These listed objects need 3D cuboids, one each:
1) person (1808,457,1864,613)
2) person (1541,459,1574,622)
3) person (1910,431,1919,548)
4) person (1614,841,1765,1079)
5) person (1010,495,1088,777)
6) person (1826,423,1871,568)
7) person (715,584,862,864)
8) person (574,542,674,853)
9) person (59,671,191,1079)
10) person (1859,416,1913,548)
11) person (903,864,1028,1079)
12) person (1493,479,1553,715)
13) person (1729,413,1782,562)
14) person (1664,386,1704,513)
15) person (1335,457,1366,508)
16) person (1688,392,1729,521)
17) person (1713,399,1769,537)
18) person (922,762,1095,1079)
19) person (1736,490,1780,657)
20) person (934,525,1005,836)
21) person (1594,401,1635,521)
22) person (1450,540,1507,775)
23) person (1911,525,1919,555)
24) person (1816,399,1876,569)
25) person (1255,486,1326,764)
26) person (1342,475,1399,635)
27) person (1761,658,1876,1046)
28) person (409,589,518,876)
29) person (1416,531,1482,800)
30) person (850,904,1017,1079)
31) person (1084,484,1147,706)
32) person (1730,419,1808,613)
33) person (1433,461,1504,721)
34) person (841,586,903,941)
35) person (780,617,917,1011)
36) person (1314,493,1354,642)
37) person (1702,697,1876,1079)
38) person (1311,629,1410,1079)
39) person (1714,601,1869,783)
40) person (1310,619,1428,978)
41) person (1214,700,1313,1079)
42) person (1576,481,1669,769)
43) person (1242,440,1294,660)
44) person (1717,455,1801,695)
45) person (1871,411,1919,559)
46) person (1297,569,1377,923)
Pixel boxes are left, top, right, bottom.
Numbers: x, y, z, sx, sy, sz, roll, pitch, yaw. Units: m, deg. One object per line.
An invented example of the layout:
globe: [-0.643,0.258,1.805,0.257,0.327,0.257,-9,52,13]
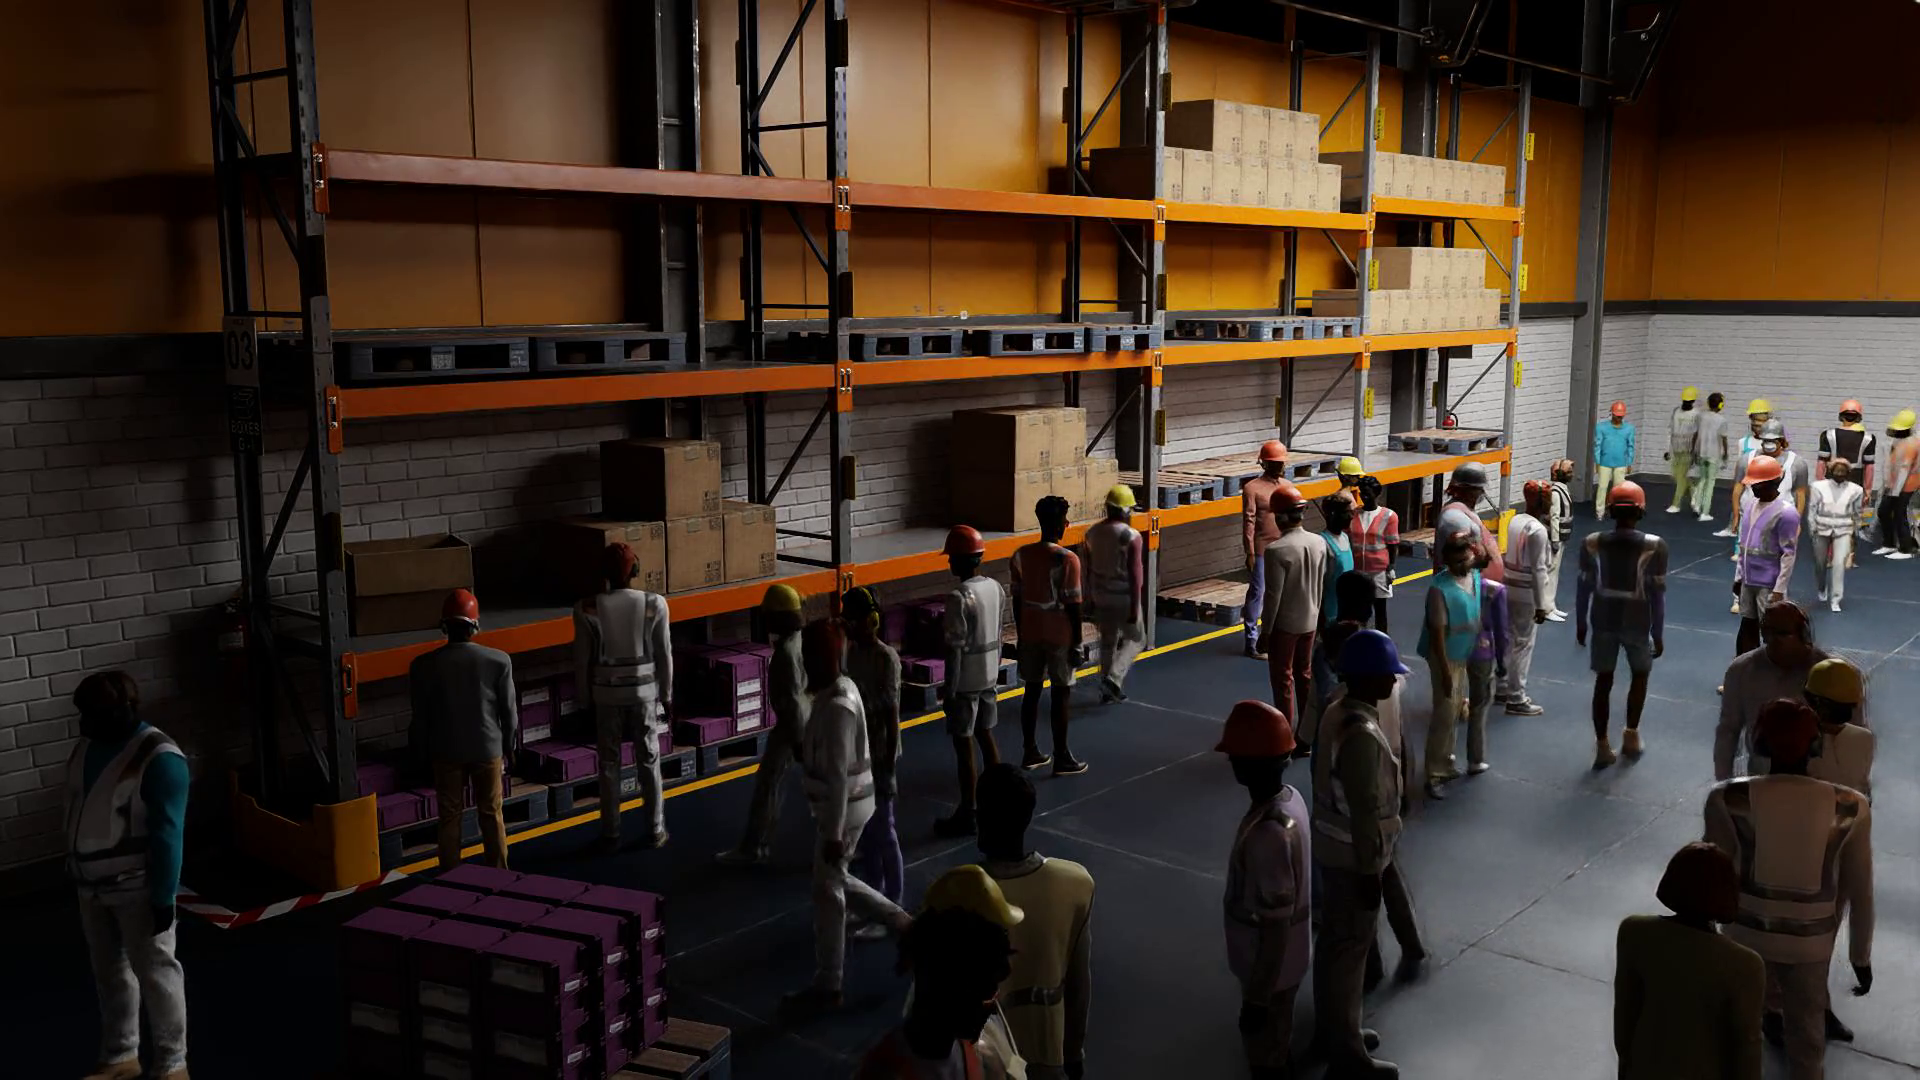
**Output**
person: [9.194,-0.087,17.496,0.501,1.606,0.759,5,10,29]
person: [6.055,-0.003,16.879,0.314,1.641,0.515,5,10,28]
person: [12.247,-0.728,20.789,0.445,1.887,0.690,-4,10,-22]
person: [2.365,1.780,5.435,0.273,1.627,0.502,-7,11,-38]
person: [0.623,0.660,11.557,0.603,1.966,0.367,8,12,41]
person: [10.638,-0.530,19.921,0.542,1.757,0.331,-1,9,-5]
person: [-0.953,1.083,9.703,0.913,1.696,0.492,1,9,5]
person: [-2.015,0.945,10.003,0.593,1.882,0.349,-2,9,-14]
person: [-3.492,1.443,6.948,0.628,1.836,0.429,4,10,27]
person: [12.097,-0.761,21.576,0.481,1.693,0.875,-1,9,-4]
person: [0.021,1.797,4.644,0.404,1.836,0.598,0,9,1]
person: [4.491,0.450,13.219,0.356,1.876,0.575,0,9,0]
person: [9.693,-0.627,20.257,0.506,1.844,0.350,7,11,40]
person: [10.828,-1.351,24.745,0.665,1.900,0.622,-4,10,-27]
person: [3.692,0.090,15.884,0.315,1.769,0.525,0,9,2]
person: [10.762,-1.191,23.862,0.439,1.852,0.528,-7,11,-37]
person: [10.635,-0.944,22.184,0.894,1.888,0.599,0,9,1]
person: [0.150,1.653,5.312,0.591,1.919,0.392,-4,10,-25]
person: [6.800,0.390,14.163,0.322,1.697,0.530,3,9,19]
person: [0.045,0.865,10.369,0.382,1.928,0.546,6,11,34]
person: [9.354,-1.119,23.789,0.556,1.735,0.380,2,9,10]
person: [3.563,0.817,11.640,0.532,1.630,0.320,8,12,41]
person: [12.353,-0.605,20.747,0.837,1.639,0.547,6,11,36]
person: [10.585,-0.668,19.930,0.619,2.028,0.409,4,9,22]
person: [2.340,0.603,11.867,0.609,1.986,0.390,-7,12,-40]
person: [3.696,0.253,15.072,0.536,1.693,0.319,5,10,31]
person: [3.865,1.394,7.473,0.534,1.767,0.314,-2,9,-13]
person: [-2.721,1.137,9.165,0.563,1.752,0.328,-3,9,-16]
person: [3.299,0.808,11.142,0.401,1.808,0.744,7,11,38]
person: [-0.071,1.838,4.172,0.924,1.908,0.600,5,10,30]
person: [1.249,0.455,13.370,0.597,1.819,0.428,9,12,44]
person: [8.264,-0.227,17.039,0.689,2.000,0.539,5,10,31]
person: [3.996,0.385,13.097,0.538,2.000,0.683,2,9,13]
person: [-0.473,1.159,8.706,0.328,1.861,0.503,-6,11,-33]
person: [-0.506,1.282,7.876,0.670,1.867,0.607,-1,9,-8]
person: [2.826,0.556,12.618,0.345,1.846,0.508,6,10,32]
person: [3.101,1.526,6.256,0.659,1.880,0.387,3,9,16]
person: [1.717,1.343,7.207,0.389,1.949,0.604,0,9,2]
person: [4.125,1.219,8.321,1.016,1.855,0.670,-8,12,-42]
person: [2.012,1.272,8.138,0.677,1.804,0.453,-8,12,-41]
person: [1.086,1.531,6.045,0.376,1.934,0.548,2,9,15]
person: [4.718,0.587,11.850,0.631,2.015,0.787,6,11,35]
person: [2.823,0.085,15.177,0.612,1.995,0.377,-6,11,-35]
person: [6.491,0.323,13.516,0.393,2.036,0.605,-2,9,-10]
person: [11.536,-0.665,20.406,0.497,1.864,0.678,1,9,9]
person: [2.025,1.096,8.918,0.397,1.913,0.590,5,10,28]
